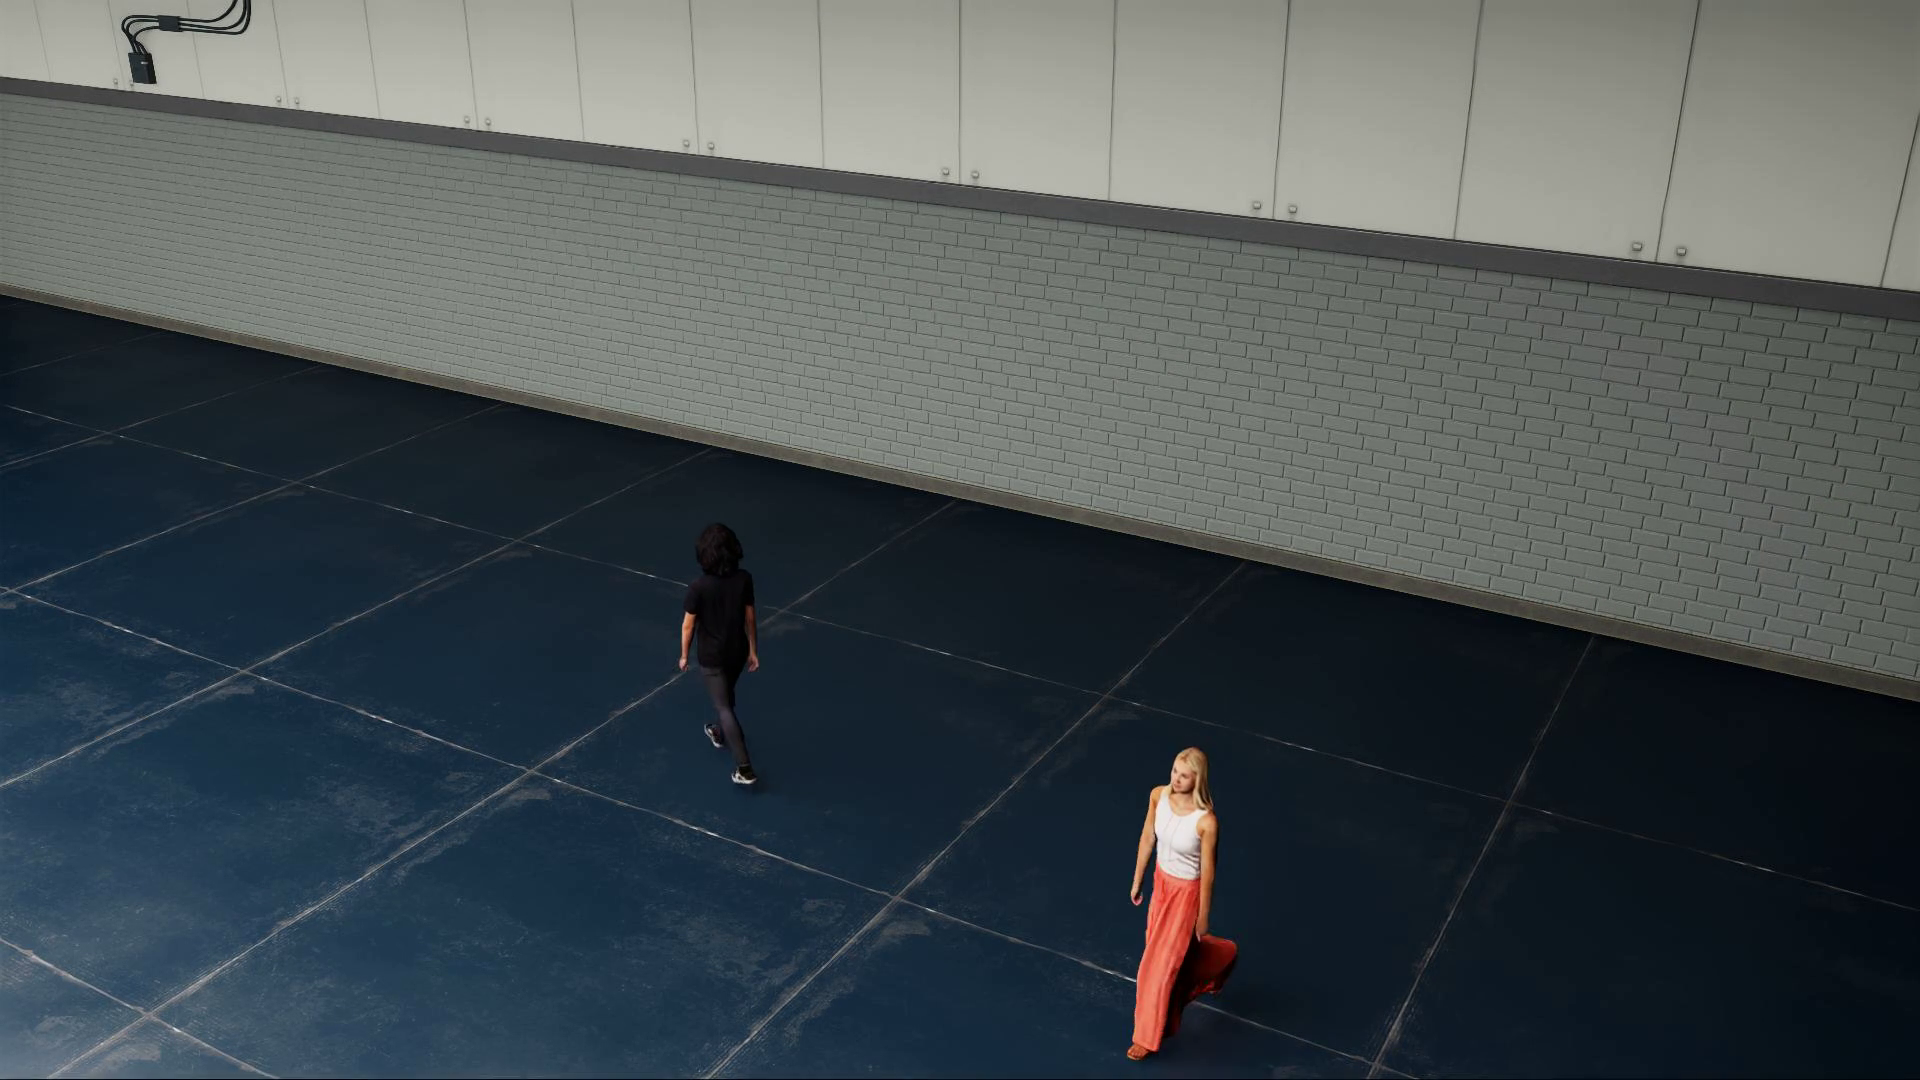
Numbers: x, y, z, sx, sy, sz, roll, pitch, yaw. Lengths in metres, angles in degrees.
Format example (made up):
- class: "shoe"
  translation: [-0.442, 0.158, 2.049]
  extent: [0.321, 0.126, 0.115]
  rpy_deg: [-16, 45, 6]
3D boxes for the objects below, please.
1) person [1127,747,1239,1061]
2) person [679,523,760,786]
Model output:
- class: "person"
  translation: [1.204, 1.852, 8.726]
  extent: [1.130, 1.781, 0.923]
  rpy_deg: [-15, 27, -32]
- class: "person"
  translation: [-1.570, 0.801, 11.179]
  extent: [1.183, 1.795, 1.078]
  rpy_deg: [-13, 26, -28]
